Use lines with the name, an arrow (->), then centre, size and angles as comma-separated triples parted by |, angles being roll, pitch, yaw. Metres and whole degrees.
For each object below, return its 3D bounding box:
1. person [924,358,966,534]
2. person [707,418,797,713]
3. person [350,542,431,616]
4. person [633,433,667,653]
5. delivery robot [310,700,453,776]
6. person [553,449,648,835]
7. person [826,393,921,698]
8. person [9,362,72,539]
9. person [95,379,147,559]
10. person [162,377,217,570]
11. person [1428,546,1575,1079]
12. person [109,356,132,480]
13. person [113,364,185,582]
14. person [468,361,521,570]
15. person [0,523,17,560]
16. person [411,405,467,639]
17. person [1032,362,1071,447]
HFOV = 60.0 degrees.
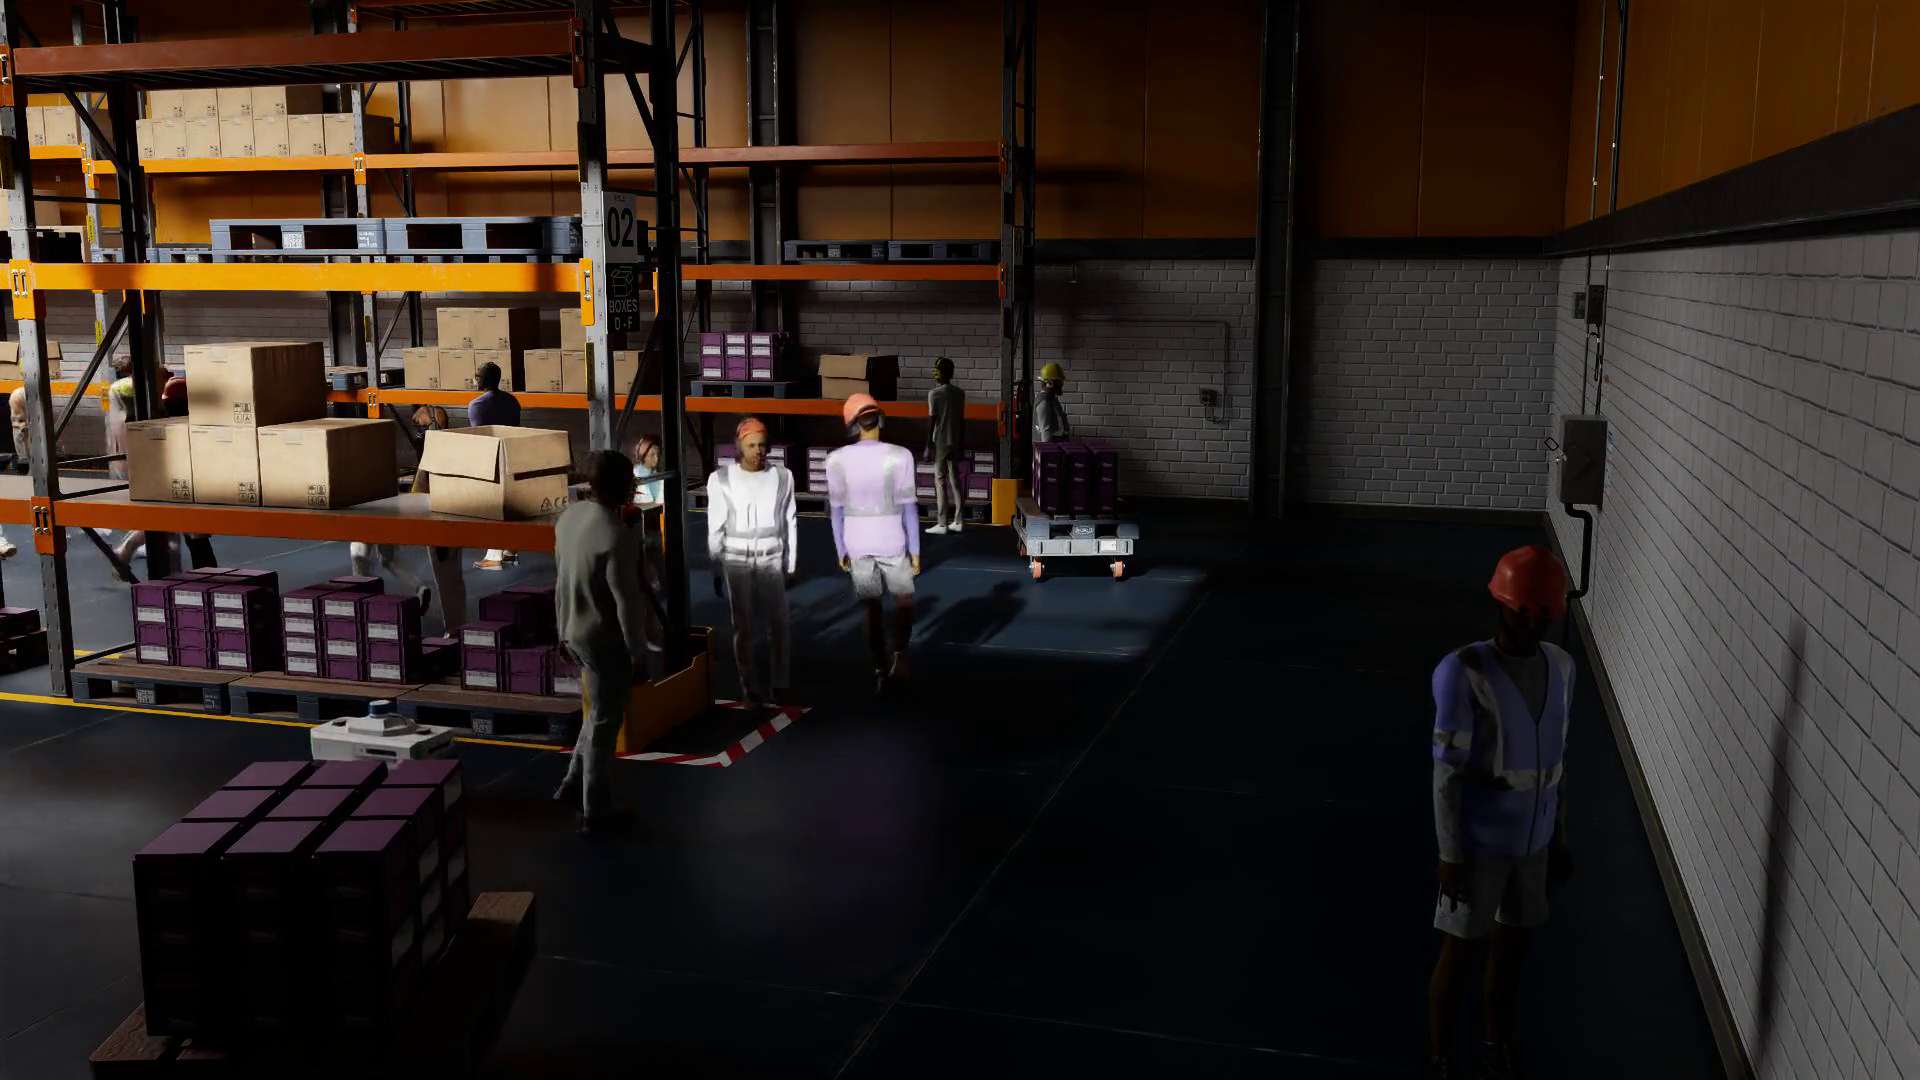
person -> -0.147, -0.995, 17.604 | 0.324, 1.862, 0.500 | 9, 13, 44
person -> -1.279, 0.178, 10.416 | 0.578, 1.868, 0.531 | -3, 10, -16
person -> -4.589, -0.147, 13.150 | 0.686, 1.617, 0.522 | 3, 10, 17
person -> -2.302, 0.008, 12.201 | 0.520, 1.617, 0.482 | -7, 12, -37
delivery robot -> -3.002, 1.076, 8.648 | 0.707, 0.478, 0.477 | 3, 10, 18
person -> -1.756, 0.507, 8.242 | 0.440, 1.920, 0.663 | -8, 12, -39
person -> -0.555, 0.037, 10.909 | 0.649, 1.992, 0.445 | 2, 10, 12
person -> -9.303, -0.916, 16.973 | 0.534, 1.913, 0.664 | 1, 9, 6
person -> -8.010, -0.674, 15.974 | 0.545, 1.747, 0.552 | -5, 11, -29
person -> -6.205, -0.345, 13.389 | 0.360, 1.939, 0.543 | -7, 12, -38
person -> 1.786, 0.966, 5.424 | 0.542, 1.931, 0.375 | -4, 10, -23
person -> -9.267, -1.161, 18.728 | 0.458, 1.818, 0.647 | 6, 11, 34
person -> -7.052, -0.547, 14.486 | 0.663, 1.978, 0.636 | 1, 9, 9
person -> -4.340, -0.690, 15.495 | 0.368, 1.940, 0.632 | 4, 10, 23
person -> -9.484, -0.683, 15.945 | 1.015, 1.779, 0.652 | 7, 11, 35
person -> -3.710, -0.045, 11.892 | 0.428, 1.836, 0.626 | -2, 10, -13
person -> 0.941, -0.912, 17.162 | 0.404, 1.836, 0.590 | 1, 9, 5
